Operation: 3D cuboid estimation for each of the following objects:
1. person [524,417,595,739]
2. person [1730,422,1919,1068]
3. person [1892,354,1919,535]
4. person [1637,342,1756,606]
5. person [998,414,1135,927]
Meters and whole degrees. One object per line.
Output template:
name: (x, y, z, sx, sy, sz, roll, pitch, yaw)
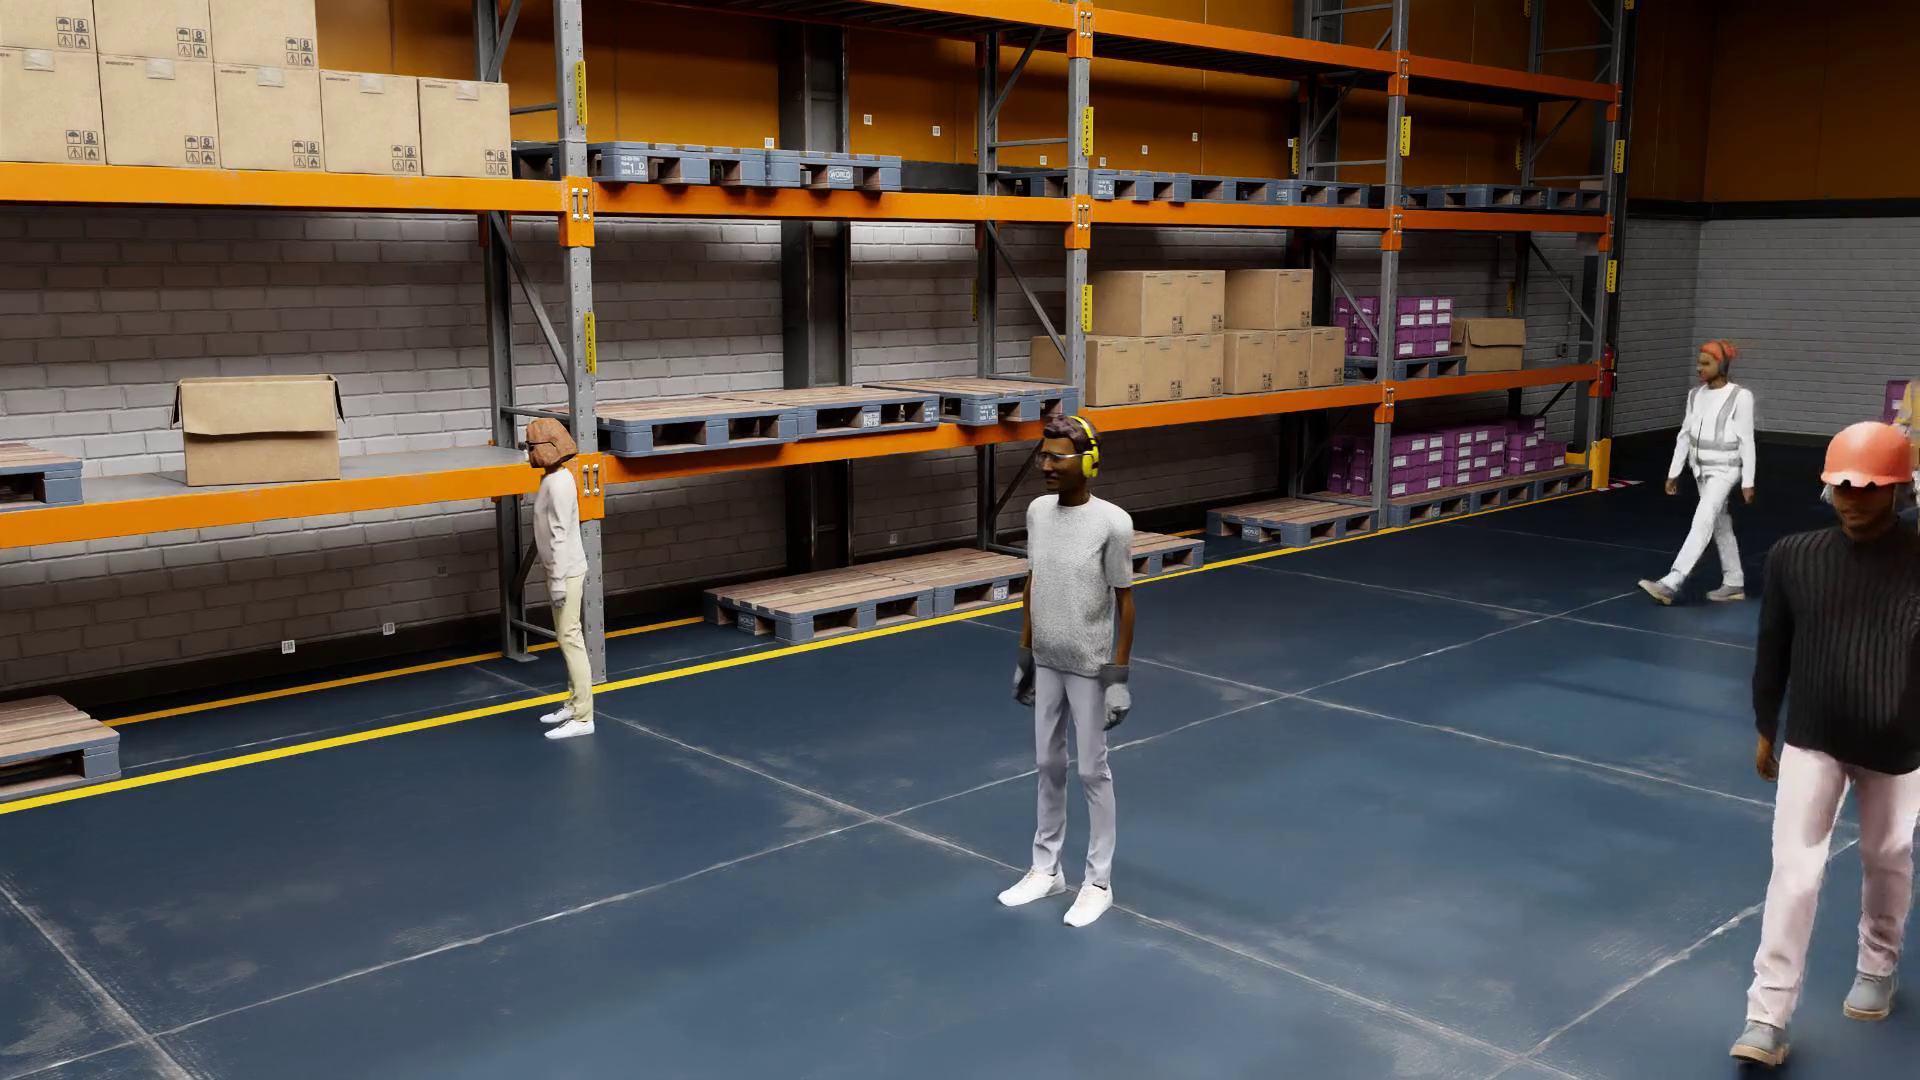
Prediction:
person: (-2.045, 0.186, 8.471, 0.286, 1.625, 0.502, -3, 10, -17)
person: (2.713, 0.611, 5.067, 0.625, 1.943, 1.015, 8, 12, 38)
person: (6.944, -0.549, 11.997, 0.969, 1.887, 0.563, -3, 10, -19)
person: (5.155, -0.451, 11.577, 0.984, 1.832, 0.614, -2, 10, -12)
person: (0.403, 0.471, 6.081, 0.520, 1.873, 0.333, 9, 13, 43)
